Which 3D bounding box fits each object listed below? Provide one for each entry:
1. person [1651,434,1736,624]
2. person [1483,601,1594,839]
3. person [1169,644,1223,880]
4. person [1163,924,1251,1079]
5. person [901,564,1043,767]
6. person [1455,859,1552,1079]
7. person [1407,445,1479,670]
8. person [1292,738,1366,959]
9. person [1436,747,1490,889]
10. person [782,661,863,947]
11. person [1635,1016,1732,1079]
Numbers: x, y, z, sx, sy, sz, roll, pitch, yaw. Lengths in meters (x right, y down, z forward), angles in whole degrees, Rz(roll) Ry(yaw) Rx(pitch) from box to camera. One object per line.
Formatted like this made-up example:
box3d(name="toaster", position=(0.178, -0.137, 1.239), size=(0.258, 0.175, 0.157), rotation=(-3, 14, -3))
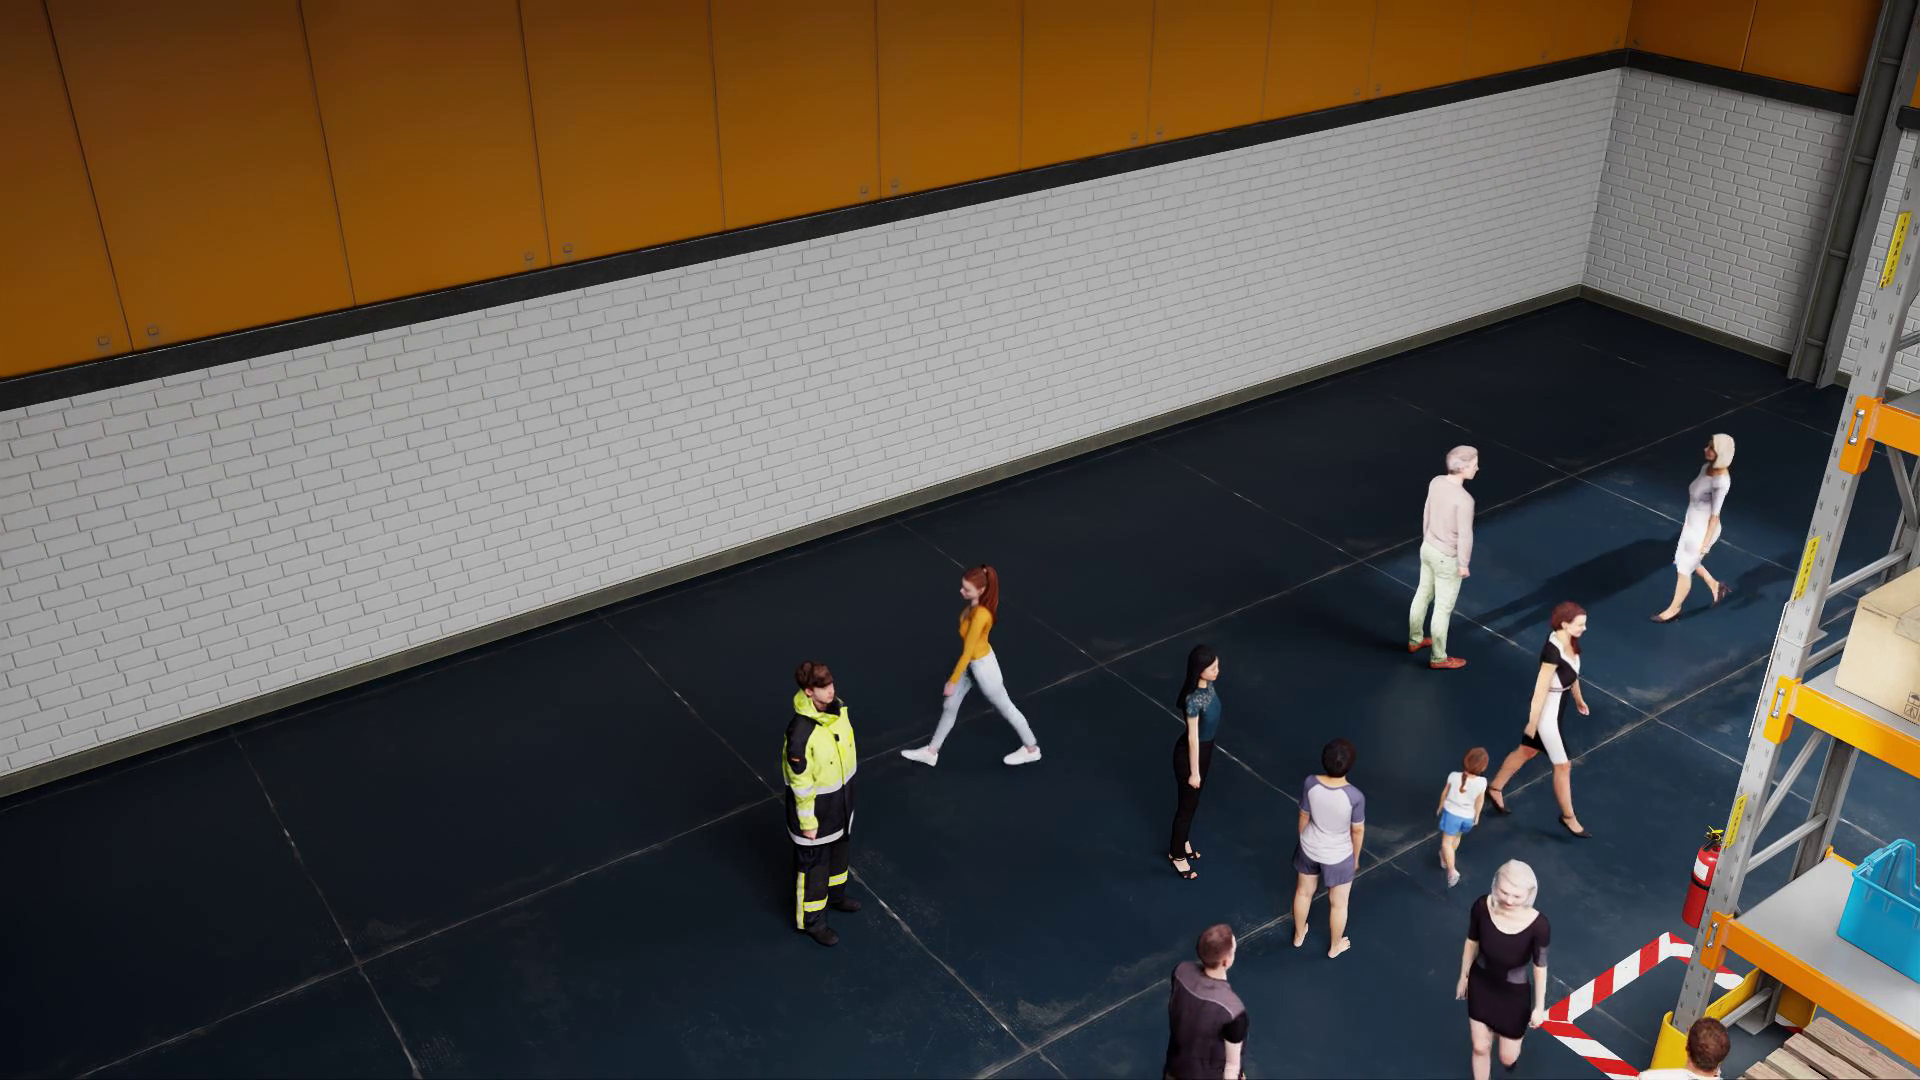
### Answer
box3d(name="person", position=(6.125, -0.077, 13.604), size=(0.925, 1.738, 0.887), rotation=(3, 29, 5))
box3d(name="person", position=(3.911, 1.176, 11.276), size=(1.079, 1.767, 0.888), rotation=(13, 31, 22))
box3d(name="person", position=(1.528, 1.425, 10.852), size=(0.670, 1.736, 0.636), rotation=(8, 30, 15))
box3d(name="person", position=(1.157, 2.731, 8.374), size=(0.732, 1.816, 0.701), rotation=(-18, 33, -29))
box3d(name="person", position=(0.241, 0.957, 11.764), size=(1.081, 1.684, 1.240), rotation=(-1, 29, -3))
box3d(name="person", position=(2.940, 2.402, 8.981), size=(0.865, 1.812, 0.859), rotation=(18, 33, 30))
box3d(name="person", position=(3.802, 0.126, 13.096), size=(0.797, 1.867, 0.632), rotation=(-10, 30, -18))
box3d(name="person", position=(2.256, 1.878, 10.199), size=(0.579, 1.565, 0.695), rotation=(17, 33, 29))
box3d(name="person", position=(3.271, 1.814, 10.906), size=(0.647, 1.001, 0.724), rotation=(2, 29, 4))
box3d(name="person", position=(-0.861, 1.584, 10.304), size=(0.866, 1.982, 0.874), rotation=(12, 31, 20))
box3d(name="person", position=(3.292, 3.076, 7.753), size=(1.205, 1.805, 1.239), rotation=(5, 29, 10))
